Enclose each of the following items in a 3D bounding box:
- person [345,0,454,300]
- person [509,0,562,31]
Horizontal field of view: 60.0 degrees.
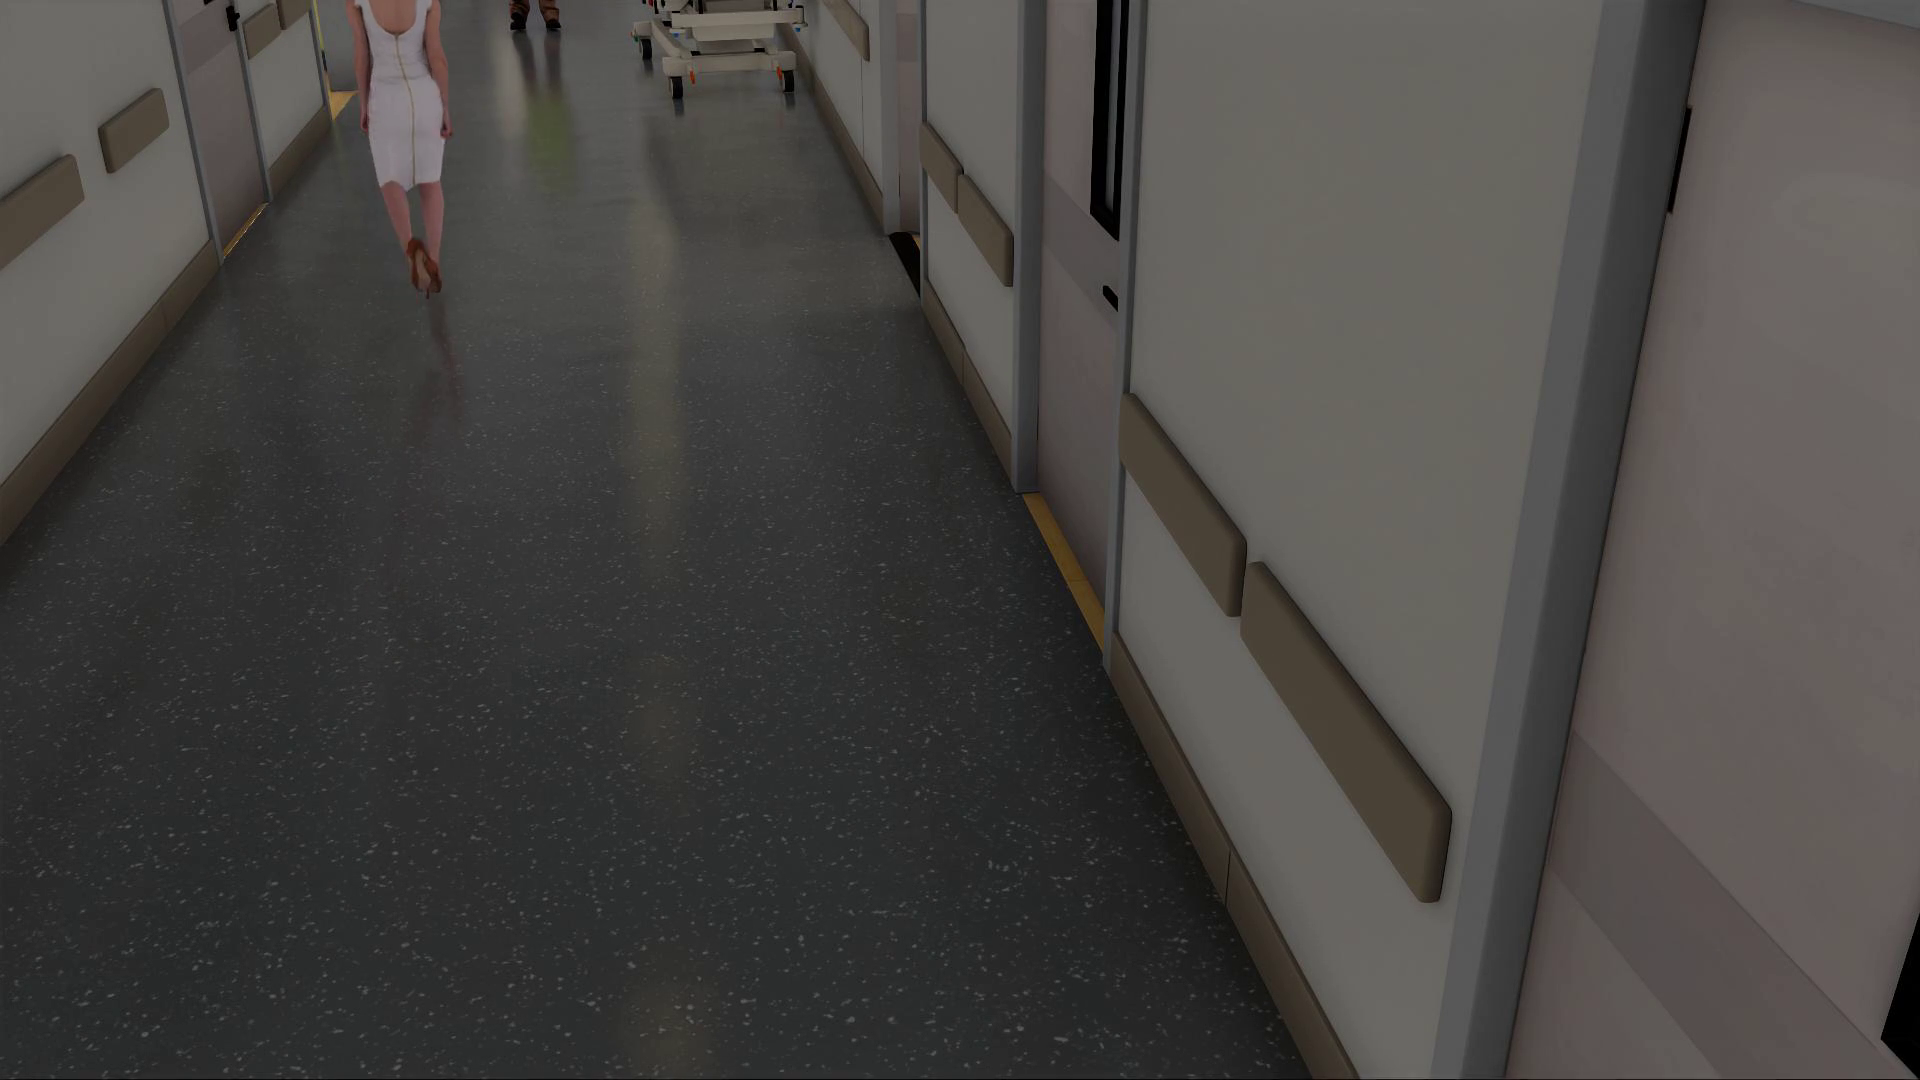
[{"bbox_3d":[-2.528,-1.901,7.550,0.899,1.778,0.705,-7,27,-14],"label":"person"},{"bbox_3d":[-3.959,-5.624,15.191,0.653,1.847,0.757,-6,26,-12],"label":"person"}]
